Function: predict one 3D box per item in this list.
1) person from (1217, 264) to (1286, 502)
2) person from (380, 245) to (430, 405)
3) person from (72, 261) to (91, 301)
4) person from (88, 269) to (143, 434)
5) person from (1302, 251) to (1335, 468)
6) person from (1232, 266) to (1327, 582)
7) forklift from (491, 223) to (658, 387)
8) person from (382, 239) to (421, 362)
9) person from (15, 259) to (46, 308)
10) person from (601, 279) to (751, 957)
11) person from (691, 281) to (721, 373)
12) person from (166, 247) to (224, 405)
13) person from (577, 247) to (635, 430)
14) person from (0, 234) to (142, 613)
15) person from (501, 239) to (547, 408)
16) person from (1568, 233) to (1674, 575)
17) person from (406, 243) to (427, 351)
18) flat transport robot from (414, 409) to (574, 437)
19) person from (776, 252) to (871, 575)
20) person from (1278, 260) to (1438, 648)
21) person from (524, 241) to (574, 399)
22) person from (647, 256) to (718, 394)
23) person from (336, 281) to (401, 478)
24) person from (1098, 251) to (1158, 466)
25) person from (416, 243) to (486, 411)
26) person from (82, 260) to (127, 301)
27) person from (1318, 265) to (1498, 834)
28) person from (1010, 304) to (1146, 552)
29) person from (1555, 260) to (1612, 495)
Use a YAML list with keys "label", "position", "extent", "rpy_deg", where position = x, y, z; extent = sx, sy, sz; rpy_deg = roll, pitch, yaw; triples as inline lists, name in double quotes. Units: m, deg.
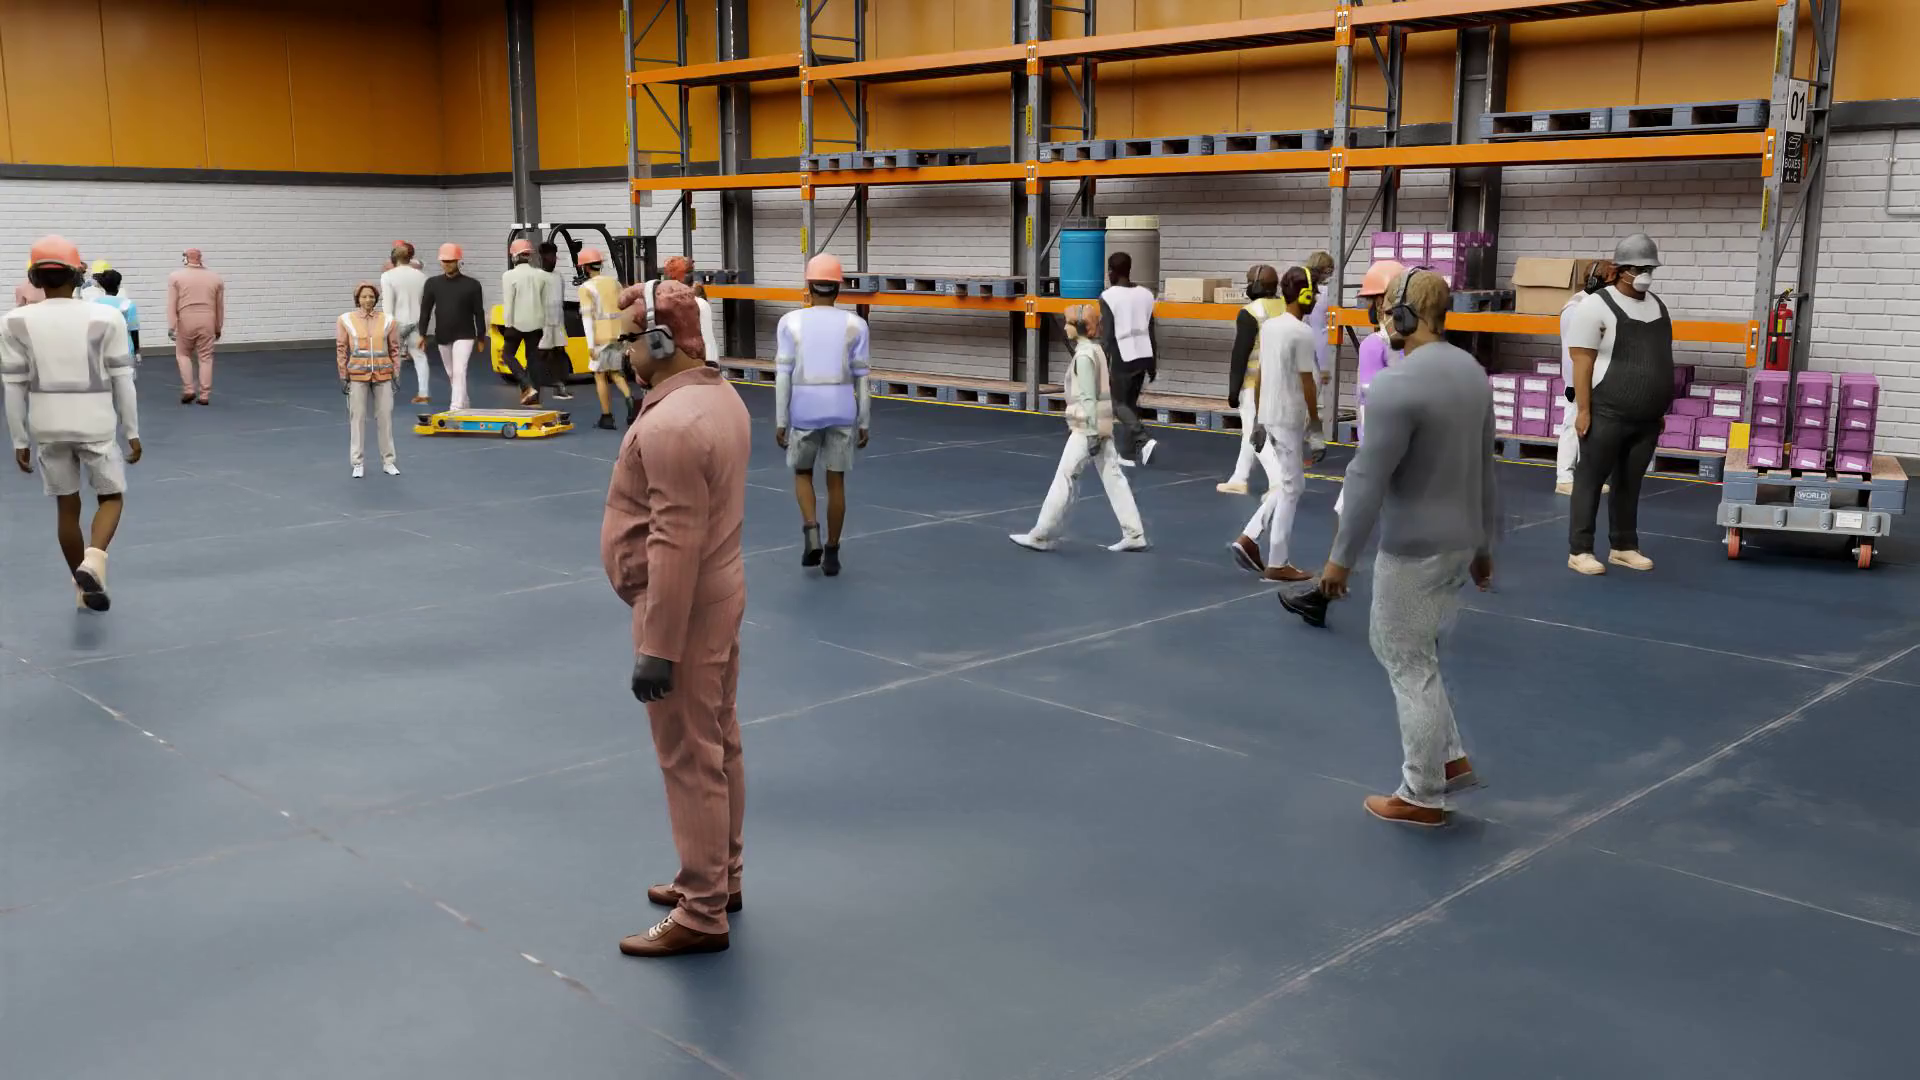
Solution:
- label: "person"
  position: [2.299, -1.199, 12.726]
  extent: [0.642, 1.812, 0.857]
  rpy_deg: [-10, 14, -42]
- label: "person"
  position: [-6.733, -2.583, 20.016]
  extent: [0.954, 1.896, 0.650]
  rpy_deg: [9, 14, 40]
- label: "person"
  position: [-13.991, -3.621, 26.426]
  extent: [0.681, 1.624, 0.424]
  rpy_deg: [3, 11, 16]
- label: "person"
  position: [-8.553, -1.884, 16.784]
  extent: [0.547, 1.682, 0.486]
  rpy_deg: [0, 10, -1]
- label: "person"
  position: [2.969, -1.555, 14.443]
  extent: [0.407, 1.892, 0.764]
  rpy_deg: [-3, 11, -17]
- label: "person"
  position: [1.905, -0.657, 9.658]
  extent: [0.413, 1.848, 0.506]
  rpy_deg: [-3, 11, -14]
- label: "forklift"
  position: [-5.316, -3.263, 22.920]
  extent: [2.313, 2.155, 1.214]
  rpy_deg: [-10, 14, -44]
- label: "person"
  position: [-8.927, -3.843, 26.708]
  extent: [0.621, 1.964, 0.956]
  rpy_deg: [-3, 11, -16]
- label: "person"
  position: [-11.474, -2.647, 20.807]
  extent: [0.524, 1.745, 0.576]
  rpy_deg: [-7, 12, -32]
- label: "person"
  position: [-0.804, 0.223, 4.713]
  extent: [0.407, 1.902, 0.639]
  rpy_deg: [1, 10, 4]
- label: "person"
  position: [-2.353, -1.506, 14.886]
  extent: [0.468, 1.614, 0.522]
  rpy_deg: [8, 13, 38]
- label: "person"
  position: [-9.161, -2.558, 19.928]
  extent: [0.686, 1.878, 0.546]
  rpy_deg: [-9, 14, -40]
- label: "person"
  position: [-3.688, -2.089, 17.310]
  extent: [0.636, 1.905, 0.566]
  rpy_deg: [8, 13, 38]
- label: "person"
  position: [-4.670, -0.581, 8.745]
  extent: [0.622, 2.031, 0.666]
  rpy_deg: [-3, 11, -17]
- label: "person"
  position: [-5.103, -2.520, 19.439]
  extent: [0.444, 1.977, 0.628]
  rpy_deg: [8, 13, 38]
- label: "person"
  position: [3.997, -0.809, 9.956]
  extent: [0.684, 2.000, 0.535]
  rpy_deg: [-4, 11, -21]
- label: "person"
  position: [-9.662, -4.267, 29.247]
  extent: [0.588, 1.884, 0.391]
  rpy_deg: [-7, 12, -33]
- label: "flat transport robot"
  position: [-4.732, -1.198, 16.908]
  extent: [1.431, 0.197, 0.652]
  rpy_deg: [2, 11, 12]
- label: "person"
  position: [-0.812, -0.745, 9.929]
  extent: [0.575, 1.917, 0.404]
  rpy_deg: [-1, 10, -7]
- label: "person"
  position: [2.069, -0.442, 8.352]
  extent: [0.576, 1.887, 0.963]
  rpy_deg: [-8, 13, -38]
- label: "person"
  position: [-5.142, -2.720, 20.624]
  extent: [0.729, 1.950, 0.618]
  rpy_deg: [8, 13, 36]
- label: "person"
  position: [-2.077, -1.213, 12.619]
  extent: [0.584, 1.867, 0.408]
  rpy_deg: [7, 12, 32]
- label: "person"
  position: [-4.962, -1.347, 13.993]
  extent: [0.523, 1.638, 0.309]
  rpy_deg: [-6, 12, -30]
- label: "person"
  position: [1.504, -1.548, 14.406]
  extent: [0.644, 1.890, 0.650]
  rpy_deg: [-8, 13, -37]
- label: "person"
  position: [-5.327, -2.132, 17.467]
  extent: [0.629, 1.941, 1.052]
  rpy_deg: [1, 10, 5]
- label: "person"
  position: [-10.356, -2.537, 20.245]
  extent: [0.537, 1.727, 0.887]
  rpy_deg: [-3, 11, -14]
- label: "person"
  position: [1.548, 0.037, 5.670]
  extent: [0.463, 1.919, 0.648]
  rpy_deg: [9, 13, 39]
- label: "person"
  position: [0.789, -0.699, 10.582]
  extent: [0.880, 1.588, 0.538]
  rpy_deg: [3, 11, 15]
- label: "person"
  position: [4.922, -1.257, 12.983]
  extent: [0.618, 1.836, 0.431]
  rpy_deg: [-8, 13, -38]
